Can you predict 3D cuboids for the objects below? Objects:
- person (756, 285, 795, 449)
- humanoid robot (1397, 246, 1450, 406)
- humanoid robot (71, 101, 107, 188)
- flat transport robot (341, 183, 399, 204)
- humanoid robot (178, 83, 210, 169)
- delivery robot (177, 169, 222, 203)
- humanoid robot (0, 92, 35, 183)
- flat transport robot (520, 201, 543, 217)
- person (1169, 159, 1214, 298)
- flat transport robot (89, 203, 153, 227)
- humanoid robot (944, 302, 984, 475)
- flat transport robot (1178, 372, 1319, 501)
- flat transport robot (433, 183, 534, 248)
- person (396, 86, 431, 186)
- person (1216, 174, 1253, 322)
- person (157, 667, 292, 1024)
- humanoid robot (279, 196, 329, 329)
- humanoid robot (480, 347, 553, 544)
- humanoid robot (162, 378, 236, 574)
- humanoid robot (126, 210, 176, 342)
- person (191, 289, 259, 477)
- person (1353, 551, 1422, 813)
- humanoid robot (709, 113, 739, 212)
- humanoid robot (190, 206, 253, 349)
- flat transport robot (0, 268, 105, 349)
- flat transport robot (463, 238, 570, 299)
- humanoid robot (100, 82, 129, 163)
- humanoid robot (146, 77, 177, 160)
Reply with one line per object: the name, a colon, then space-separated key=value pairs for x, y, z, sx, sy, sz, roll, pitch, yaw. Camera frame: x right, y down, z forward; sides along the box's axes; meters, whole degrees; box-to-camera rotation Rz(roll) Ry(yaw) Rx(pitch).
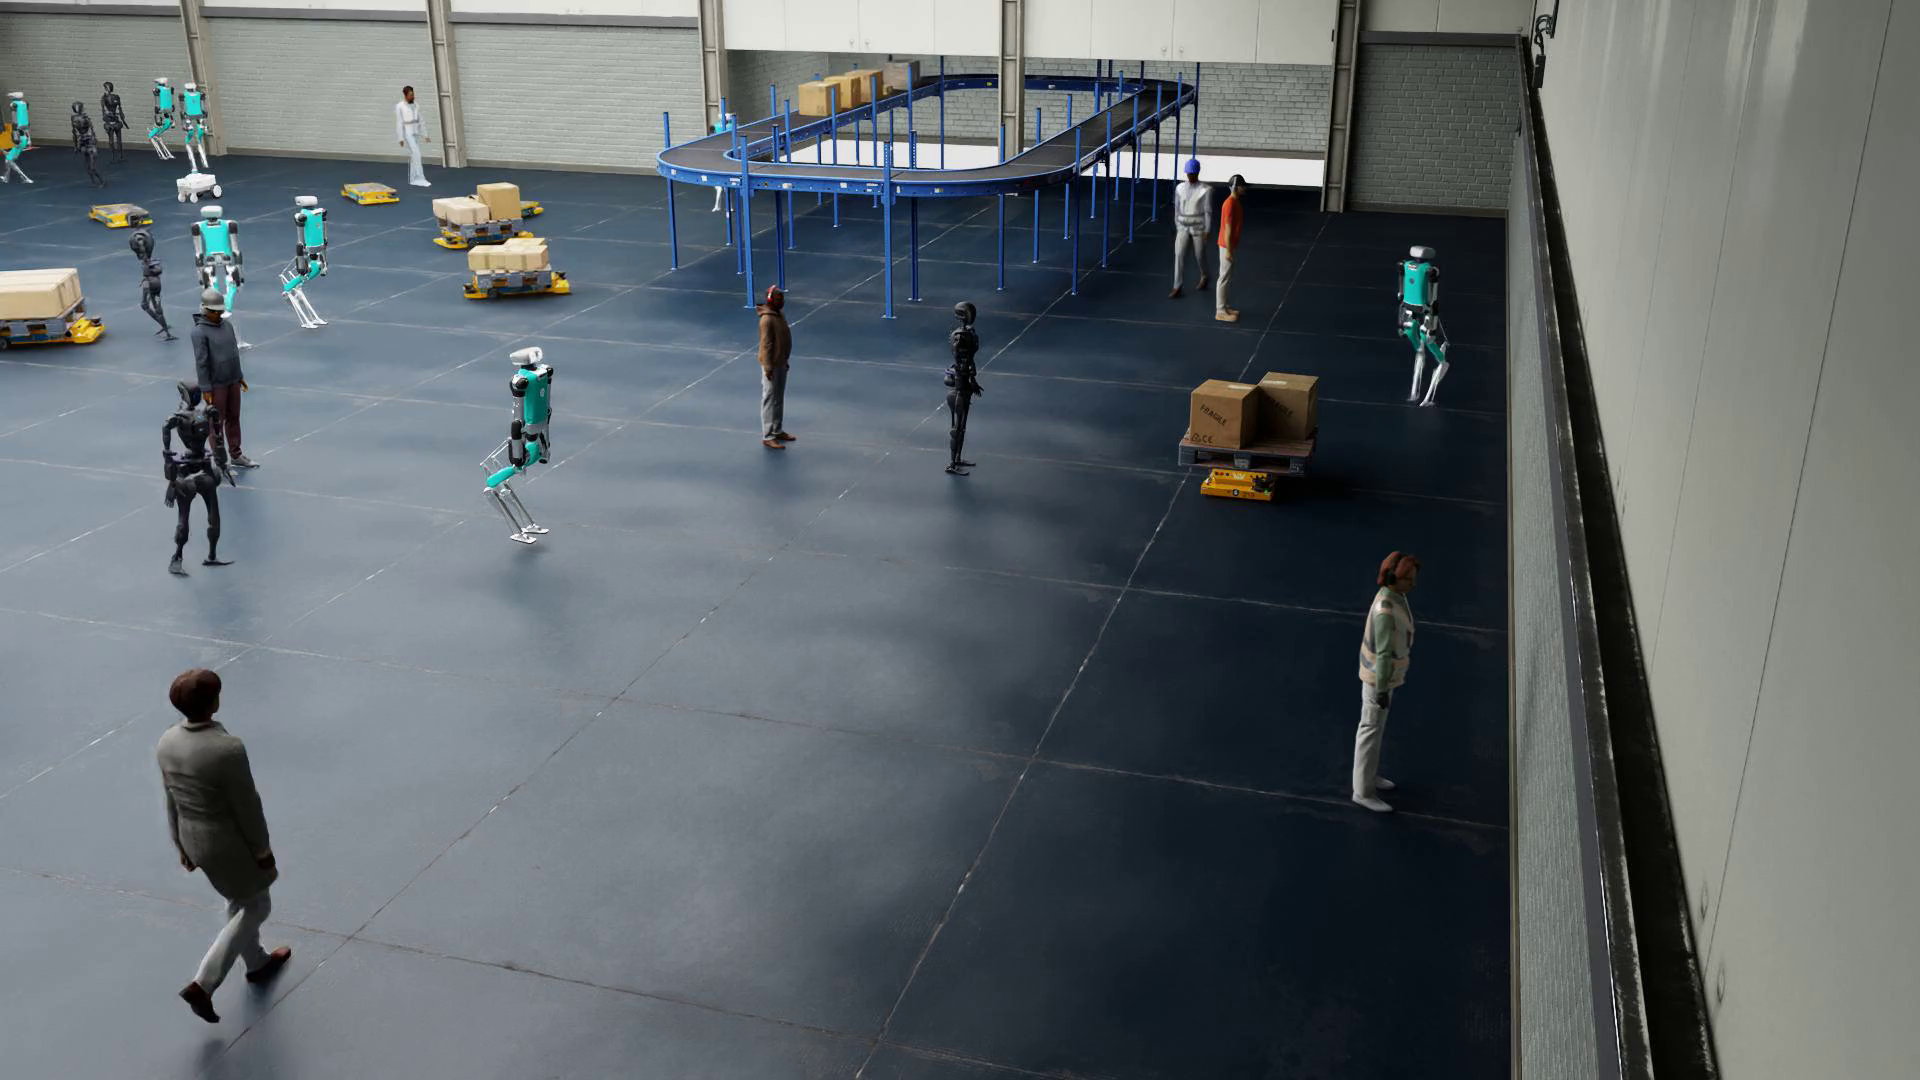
person: x=-1.873 y=-1.762 z=16.820 sx=0.318 sy=1.650 sz=0.458 roll=7 pitch=22 yaw=17
humanoid robot: x=5.127 y=-2.368 z=18.275 sx=0.697 sy=1.767 sz=0.533 roll=-14 pitch=25 yaw=-32
humanoid robot: x=-16.749 y=-7.584 z=31.900 sx=0.588 sy=1.634 sz=0.401 roll=8 pitch=22 yaw=19
flat transport robot: x=-10.951 y=-6.426 z=30.846 sx=0.659 sy=0.231 sz=1.431 roll=-14 pitch=25 yaw=-32
humanoid robot: x=-15.749 y=-8.507 z=34.140 sx=0.530 sy=1.743 sz=0.726 roll=-17 pitch=27 yaw=-37
delivery robot: x=-14.118 y=-6.564 z=30.765 sx=0.499 sy=0.566 sz=0.739 roll=6 pitch=22 yaw=16
humanoid robot: x=-18.561 y=-7.806 z=32.465 sx=0.887 sy=1.826 sz=0.550 roll=0 pitch=21 yaw=0
flat transport robot: x=-7.921 y=-5.703 z=28.969 sx=0.659 sy=0.231 sz=1.431 roll=6 pitch=22 yaw=16
person: x=3.287 y=-4.387 z=23.277 sx=0.609 sy=1.911 sz=0.941 roll=13 pitch=25 yaw=31
flat transport robot: x=-14.494 y=-5.599 z=28.700 sx=0.659 sy=0.231 sz=1.431 roll=-17 pitch=27 yaw=-37
humanoid robot: x=0.032 y=-1.485 z=16.051 sx=0.315 sy=1.657 sz=0.599 roll=6 pitch=22 yaw=16
flat transport robot: x=2.769 y=-0.708 z=16.015 sx=0.659 sy=0.231 sz=1.431 roll=6 pitch=22 yaw=16
flat transport robot: x=-7.755 y=-4.947 z=27.009 sx=1.431 sy=0.231 sz=0.659 roll=-15 pitch=26 yaw=-34
person: x=-10.484 y=-7.795 z=32.140 sx=0.726 sy=1.896 sz=0.615 roll=7 pitch=22 yaw=17
person: x=3.600 y=-3.852 z=21.890 sx=0.416 sy=1.911 sz=0.477 roll=7 pitch=22 yaw=17
person: x=-3.664 y=1.496 z=8.158 sx=0.507 sy=1.806 sz=0.700 roll=10 pitch=23 yaw=23
humanoid robot: x=-8.385 y=-3.542 z=21.142 sx=0.735 sy=1.674 sz=0.533 roll=6 pitch=22 yaw=16
humanoid robot: x=-3.792 y=-0.819 z=14.074 sx=0.735 sy=1.677 sz=0.533 roll=6 pitch=22 yaw=16
humanoid robot: x=-6.301 y=-0.546 z=13.649 sx=0.480 sy=1.644 sz=0.613 roll=11 pitch=24 yaw=27
humanoid robot: x=-10.133 y=-3.302 z=20.789 sx=0.339 sy=1.649 sz=0.592 roll=-9 pitch=23 yaw=-23
person: x=-7.087 y=-1.523 z=15.986 sx=0.374 sy=1.808 sz=0.536 roll=7 pitch=22 yaw=17
person: x=2.573 y=0.839 z=10.097 sx=0.313 sy=1.636 sz=0.513 roll=7 pitch=22 yaw=17
humanoid robot: x=-4.164 y=-6.689 z=29.499 sx=0.612 sy=1.784 sz=0.820 roll=-1 pitch=21 yaw=-3
humanoid robot: x=-8.990 y=-3.155 z=20.237 sx=0.531 sy=1.718 sz=0.783 roll=-9 pitch=23 yaw=-21
flat transport robot: x=-11.635 y=-2.607 z=20.940 sx=1.431 sy=0.231 sz=0.659 roll=-5 pitch=22 yaw=-13
flat transport robot: x=-6.288 y=-3.610 z=23.540 sx=1.431 sy=0.231 sz=0.659 roll=-6 pitch=22 yaw=-16
humanoid robot: x=-17.829 y=-8.809 z=35.048 sx=0.315 sy=1.657 sz=0.599 roll=6 pitch=22 yaw=16
humanoid robot: x=-16.806 y=-8.833 z=34.865 sx=0.735 sy=1.674 sz=0.533 roll=6 pitch=22 yaw=16
